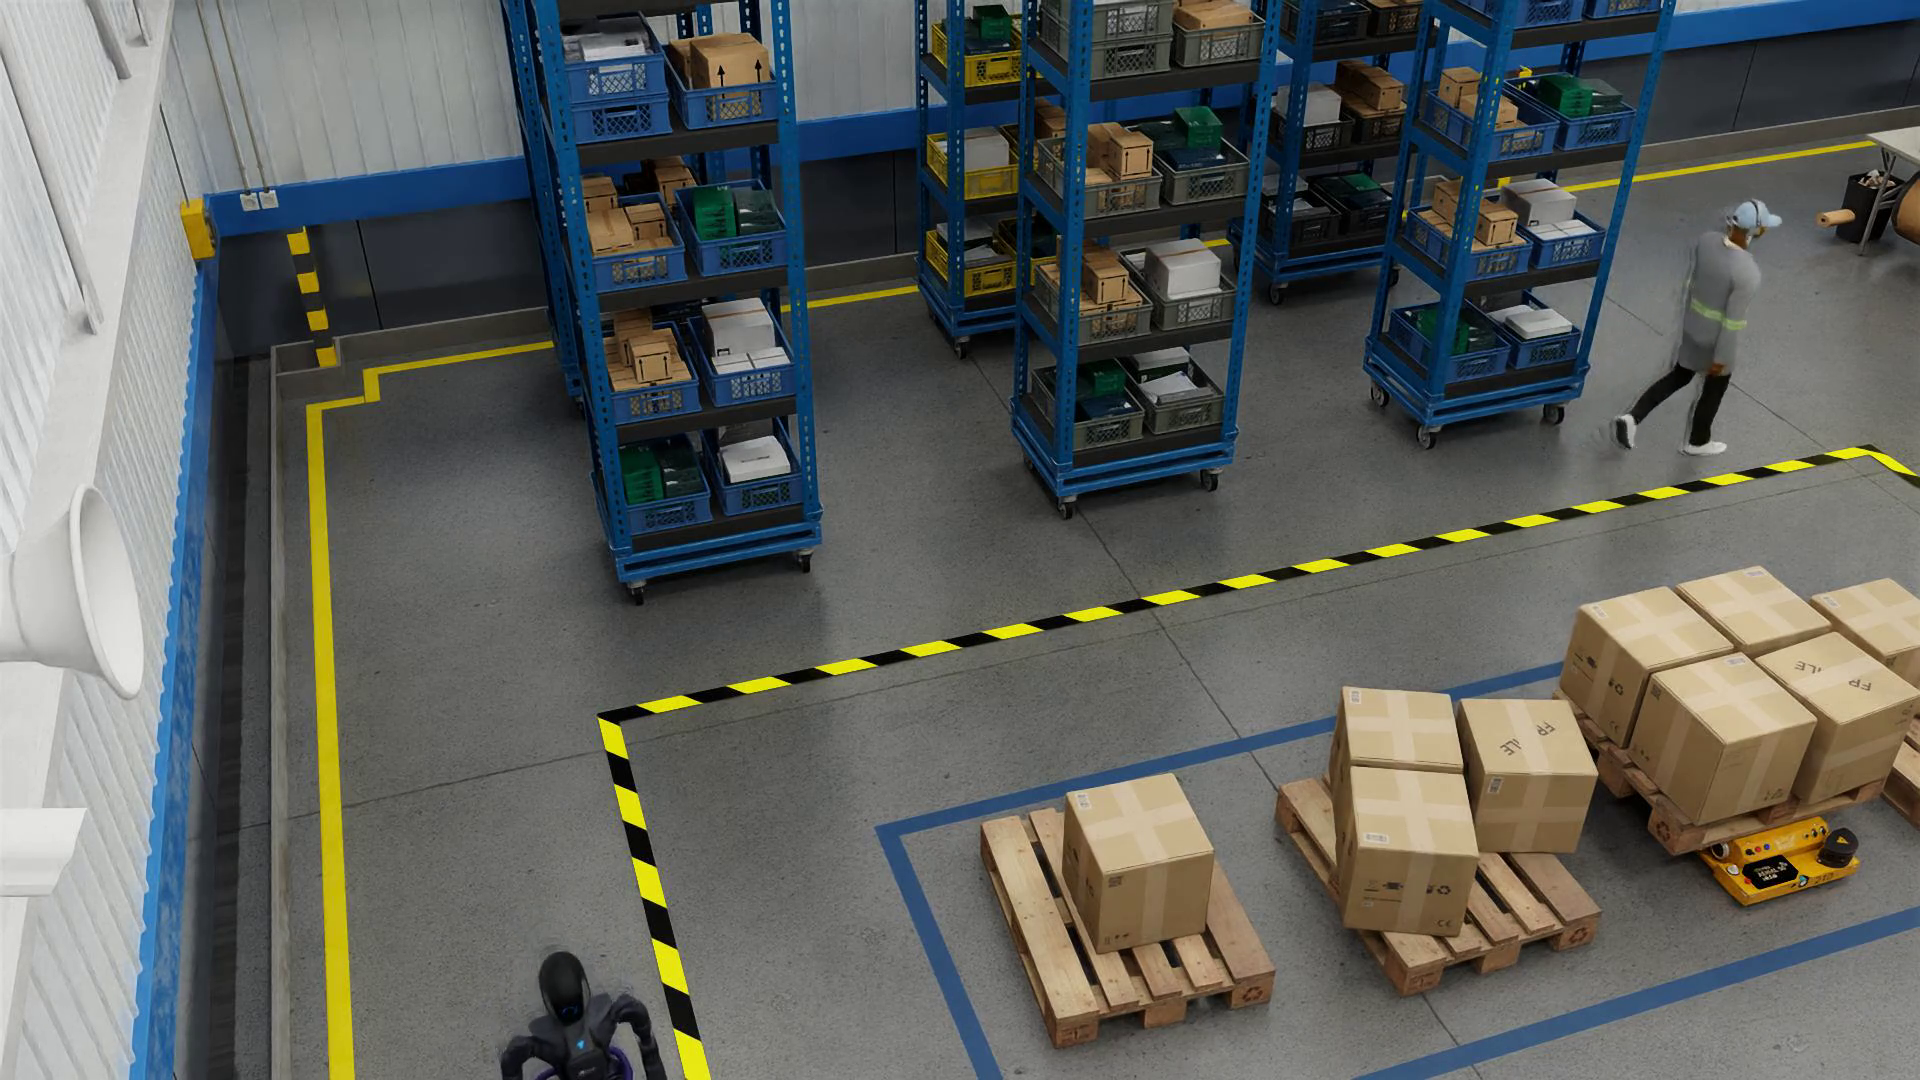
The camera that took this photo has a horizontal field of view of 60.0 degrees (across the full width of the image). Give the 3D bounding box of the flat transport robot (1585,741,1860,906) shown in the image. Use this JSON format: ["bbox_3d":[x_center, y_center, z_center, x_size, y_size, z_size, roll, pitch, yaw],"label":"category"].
[{"bbox_3d":[3.738,1.188,8.347,0.652,0.197,1.431,-11,37,-15],"label":"flat transport robot"}]

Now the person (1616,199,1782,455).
[{"bbox_3d":[4.708,-1.313,10.559,0.737,1.832,0.583,-9,36,-13],"label":"person"}]

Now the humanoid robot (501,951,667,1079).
[{"bbox_3d":[-1.337,2.036,6.005,0.593,1.648,0.793,-18,39,-23],"label":"humanoid robot"}]
